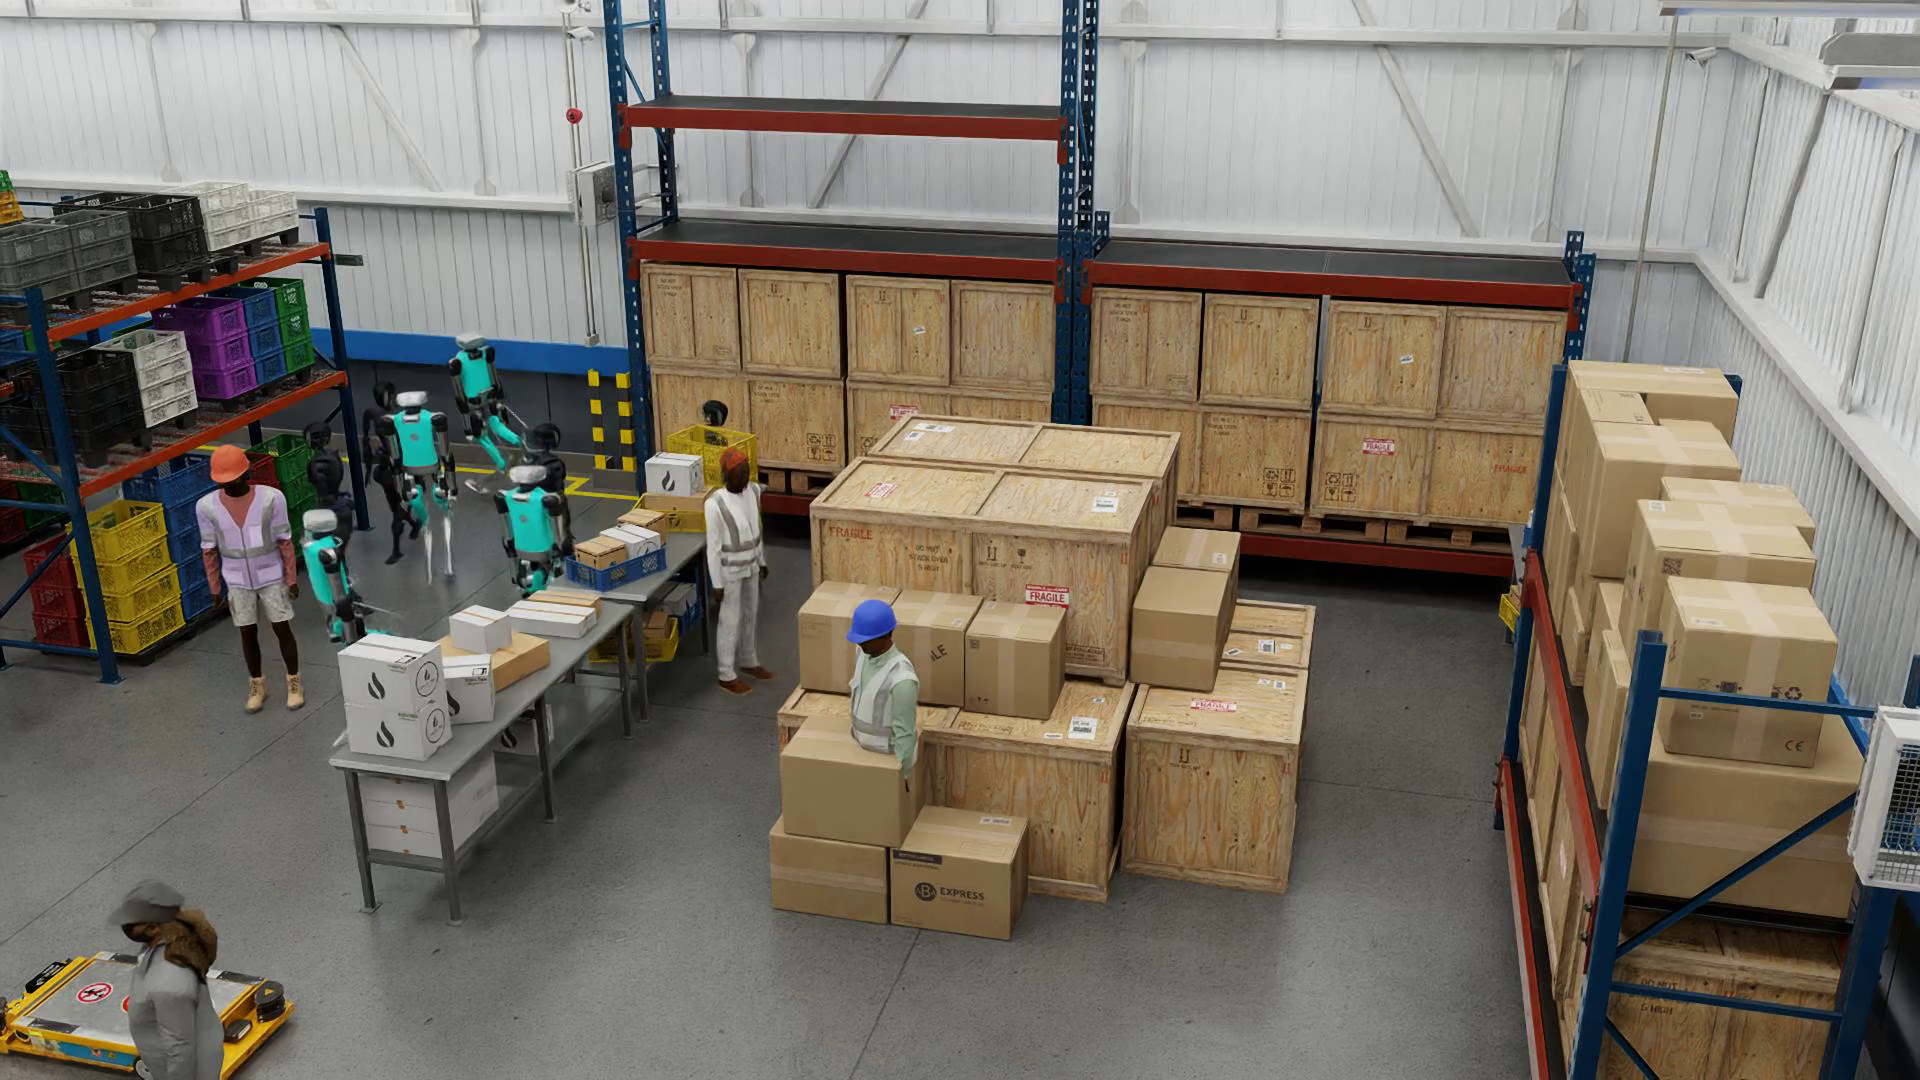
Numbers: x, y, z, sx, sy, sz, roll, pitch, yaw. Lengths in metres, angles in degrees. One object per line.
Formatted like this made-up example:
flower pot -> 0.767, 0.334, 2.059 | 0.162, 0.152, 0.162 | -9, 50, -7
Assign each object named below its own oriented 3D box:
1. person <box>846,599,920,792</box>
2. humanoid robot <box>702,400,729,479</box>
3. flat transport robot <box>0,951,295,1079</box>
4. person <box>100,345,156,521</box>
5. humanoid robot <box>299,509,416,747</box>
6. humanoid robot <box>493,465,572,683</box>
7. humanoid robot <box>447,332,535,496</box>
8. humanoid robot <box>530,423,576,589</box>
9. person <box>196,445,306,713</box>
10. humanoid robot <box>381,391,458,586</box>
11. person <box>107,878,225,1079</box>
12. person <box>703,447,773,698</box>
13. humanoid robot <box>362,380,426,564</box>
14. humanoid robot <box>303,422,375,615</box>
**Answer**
person -> -0.449, 1.219, 9.534 | 0.417, 1.931, 0.617 | -11, 23, -26
humanoid robot -> -2.150, -0.433, 14.283 | 0.808, 1.617, 0.611 | 0, 21, 0
flat transport robot -> -4.270, 2.464, 8.601 | 1.431, 0.231, 0.659 | 5, 22, 13
person -> -7.703, -0.893, 15.199 | 0.638, 1.825, 0.595 | 7, 22, 18
humanoid robot -> -4.031, 0.573, 11.564 | 1.010, 1.783, 0.557 | -15, 26, -35
humanoid robot -> -3.005, 0.235, 12.474 | 0.555, 1.852, 0.854 | 6, 22, 16
humanoid robot -> -4.439, -1.106, 15.899 | 1.036, 1.731, 0.567 | 13, 24, 30
humanoid robot -> -3.335, -0.166, 13.573 | 0.795, 1.620, 0.596 | -16, 26, -35
person -> -5.043, 0.282, 11.853 | 0.608, 2.032, 0.417 | -5, 21, -12
humanoid robot -> -4.529, -0.476, 14.209 | 0.544, 1.784, 0.712 | -2, 21, -6
person -> -3.311, 2.219, 7.137 | 0.396, 1.769, 0.562 | -9, 23, -22
person -> -1.629, 0.222, 12.209 | 0.340, 1.878, 0.585 | 11, 24, 27
humanoid robot -> -5.035, -0.662, 14.886 | 0.608, 1.632, 0.801 | 5, 21, 12
humanoid robot -> -5.057, -0.171, 13.529 | 0.402, 1.639, 0.585 | -5, 22, -13
